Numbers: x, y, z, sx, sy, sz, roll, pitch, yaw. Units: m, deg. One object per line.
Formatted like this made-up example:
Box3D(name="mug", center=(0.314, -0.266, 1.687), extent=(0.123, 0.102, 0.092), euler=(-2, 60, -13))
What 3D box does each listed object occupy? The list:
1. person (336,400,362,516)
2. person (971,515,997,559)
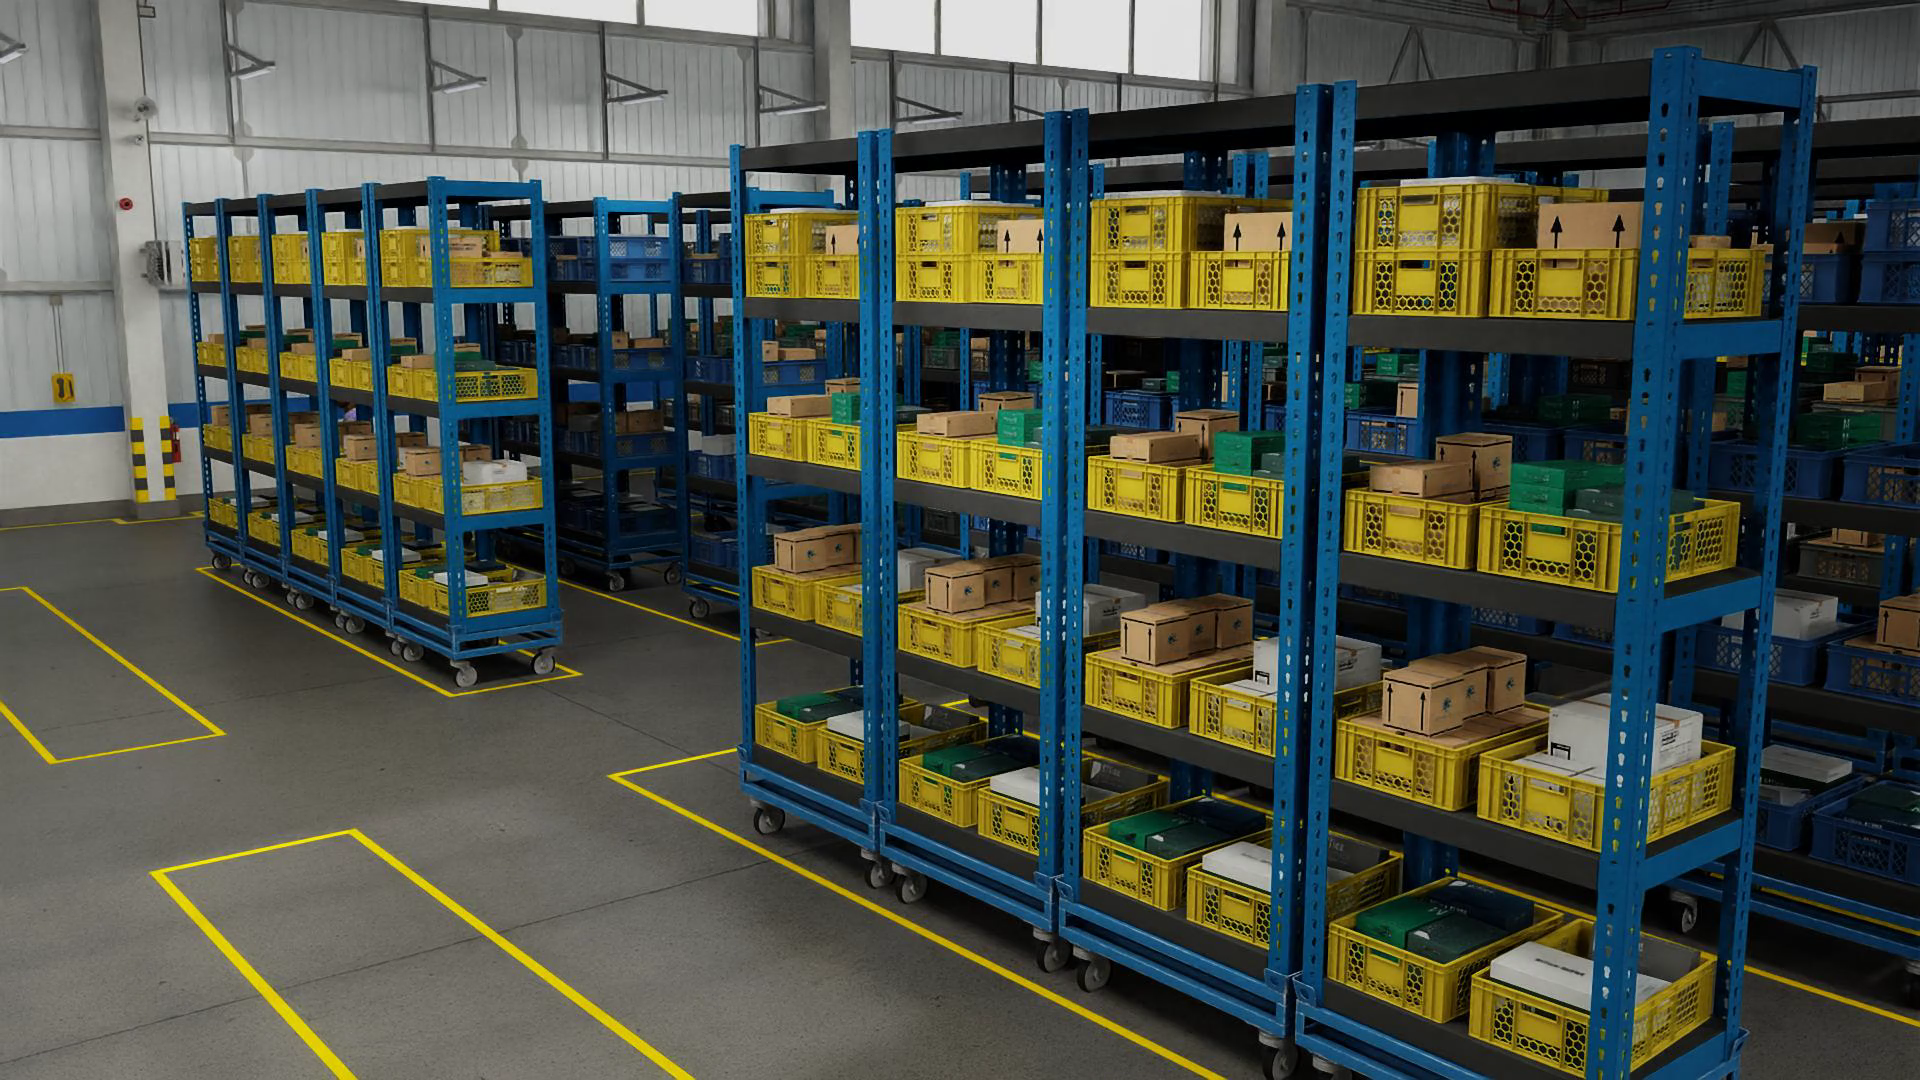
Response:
Box3D(name="person", center=(-6.115, -0.687, 16.877), extent=(0.388, 1.837, 0.560), euler=(-3, 10, -19))
Box3D(name="person", center=(0.293, -0.036, 12.980), extent=(0.586, 1.822, 0.403), euler=(-3, 10, -18))
